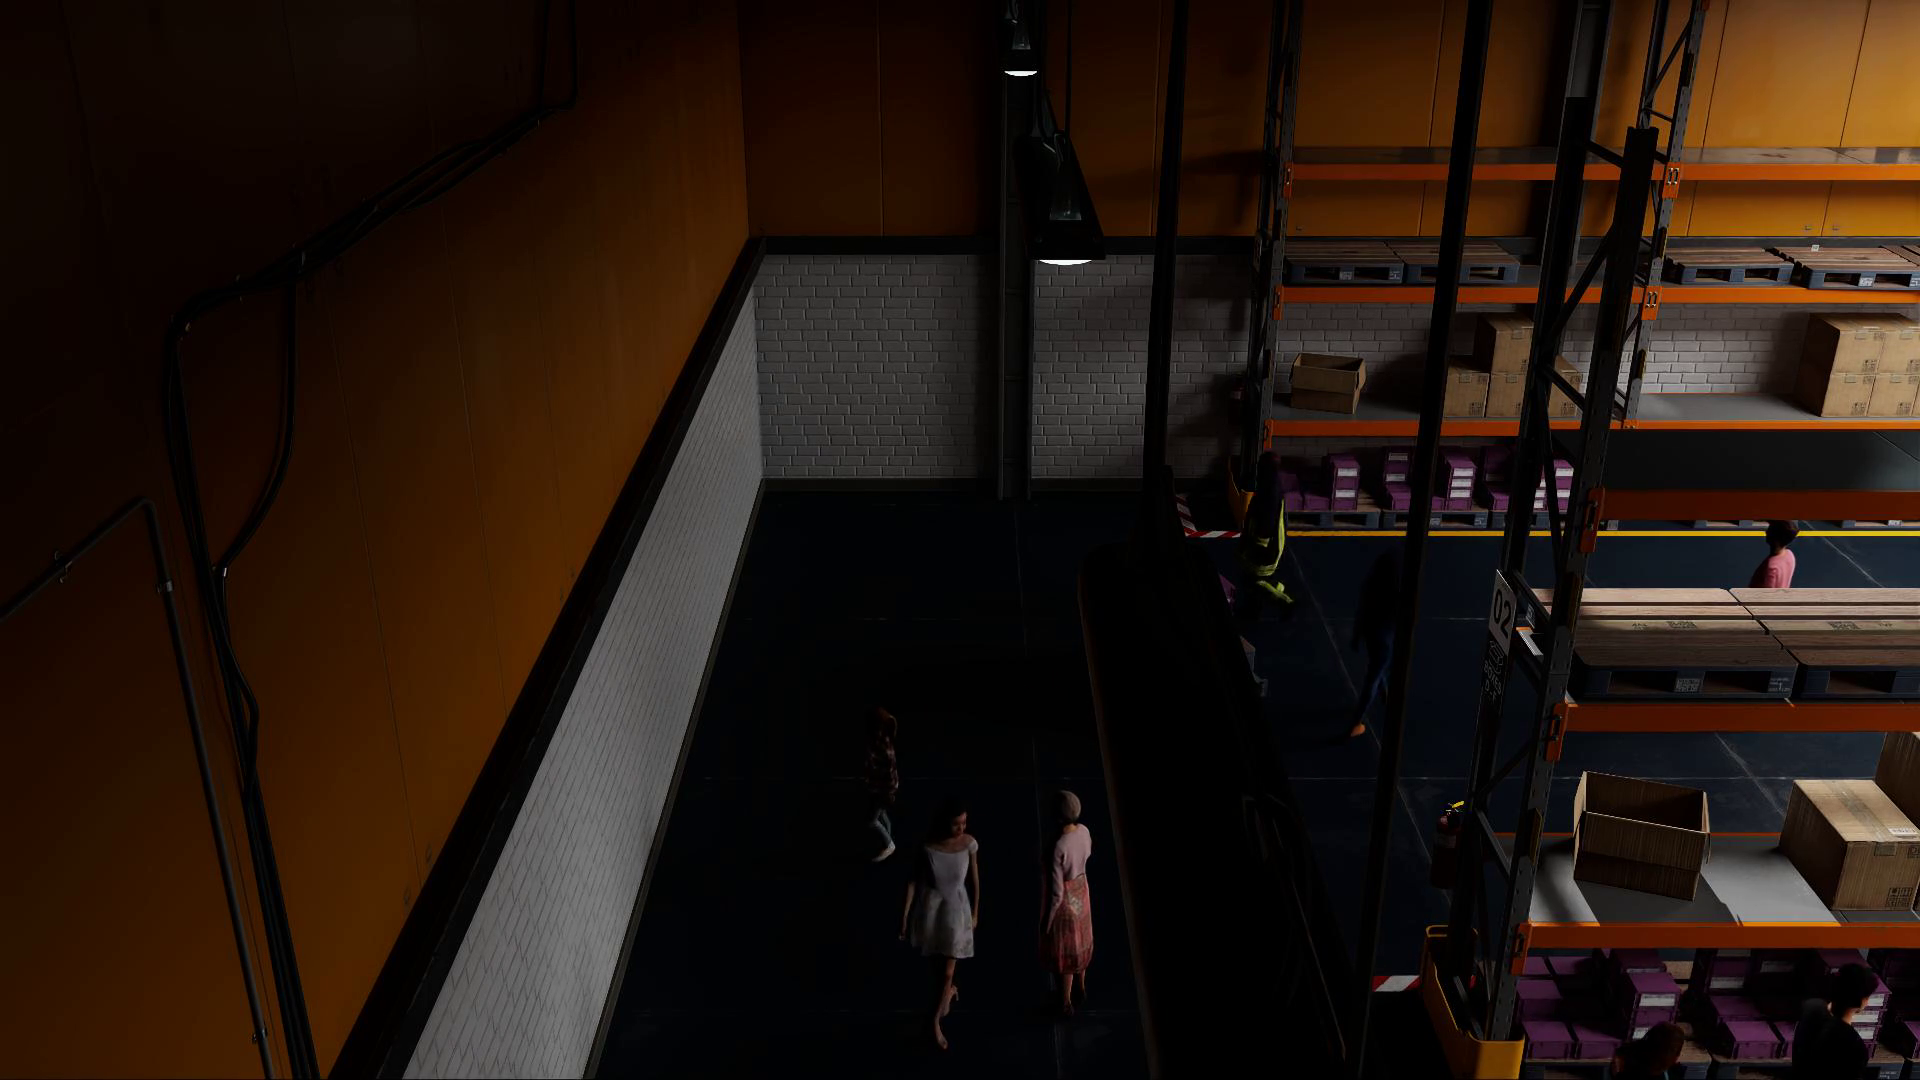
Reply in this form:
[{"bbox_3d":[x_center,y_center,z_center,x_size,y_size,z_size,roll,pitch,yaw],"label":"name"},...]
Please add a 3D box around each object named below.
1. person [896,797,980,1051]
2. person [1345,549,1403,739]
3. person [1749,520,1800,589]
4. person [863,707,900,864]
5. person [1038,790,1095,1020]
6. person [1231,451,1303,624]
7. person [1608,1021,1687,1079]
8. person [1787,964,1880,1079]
[{"bbox_3d":[-0.105,2.421,10.759,0.652,1.744,0.736,3,24,7],"label":"person"},{"bbox_3d":[3.564,0.923,14.284,1.175,1.665,1.200,20,31,38],"label":"person"},{"bbox_3d":[6.966,0.723,14.377,0.771,1.958,0.718,21,31,39],"label":"person"},{"bbox_3d":[-0.546,1.847,12.630,0.622,1.297,0.614,-9,25,-19],"label":"person"},{"bbox_3d":[0.696,2.389,10.898,0.743,1.690,0.699,16,28,32],"label":"person"},{"bbox_3d":[3.031,0.004,16.208,1.022,1.808,0.856,5,24,11],"label":"person"},{"bbox_3d":[3.658,3.258,9.170,0.759,1.483,0.711,19,30,37],"label":"person"},{"bbox_3d":[4.540,3.119,9.064,1.255,1.823,0.891,-5,24,-10],"label":"person"}]
